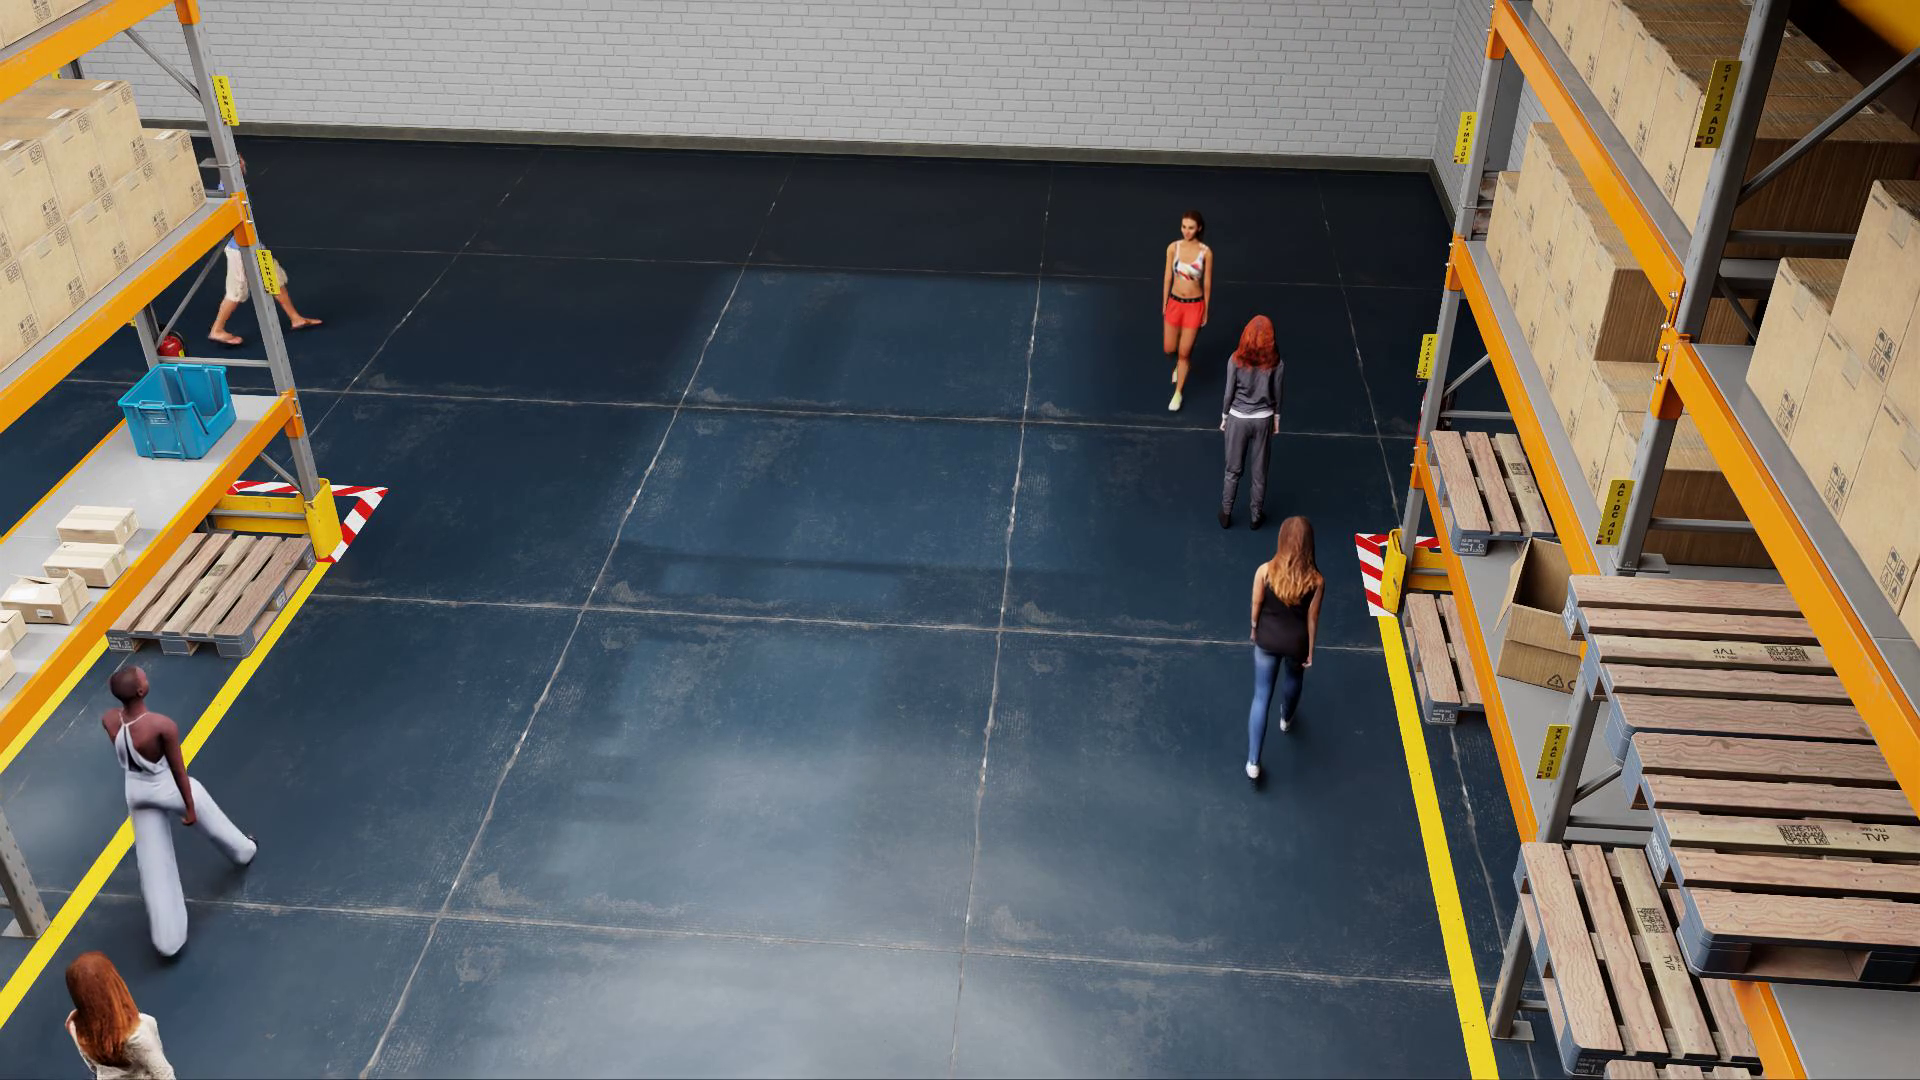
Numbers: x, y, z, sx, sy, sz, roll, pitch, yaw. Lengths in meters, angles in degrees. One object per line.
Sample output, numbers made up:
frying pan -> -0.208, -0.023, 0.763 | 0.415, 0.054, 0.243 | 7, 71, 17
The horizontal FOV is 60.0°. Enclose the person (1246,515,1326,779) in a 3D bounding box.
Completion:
person -> 1.954, 0.697, 10.140 | 0.676, 1.679, 1.108 | 8, 34, 12

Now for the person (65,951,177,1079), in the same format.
person -> -3.659, 2.532, 7.362 | 0.675, 1.698, 0.746 | 8, 34, 12

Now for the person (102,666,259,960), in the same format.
person -> -4.321, 1.480, 8.921 | 0.572, 1.724, 1.115 | 3, 34, 4

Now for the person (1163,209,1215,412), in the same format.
person -> 1.941, -1.983, 14.083 | 0.689, 1.777, 0.859 | 12, 35, 17

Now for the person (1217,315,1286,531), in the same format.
person -> 2.164, -0.871, 12.407 | 0.596, 1.780, 0.508 | 5, 34, 7

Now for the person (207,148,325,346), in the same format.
person -> -6.550, -2.608, 14.981 | 1.060, 1.825, 1.262 | -11, 35, -16
